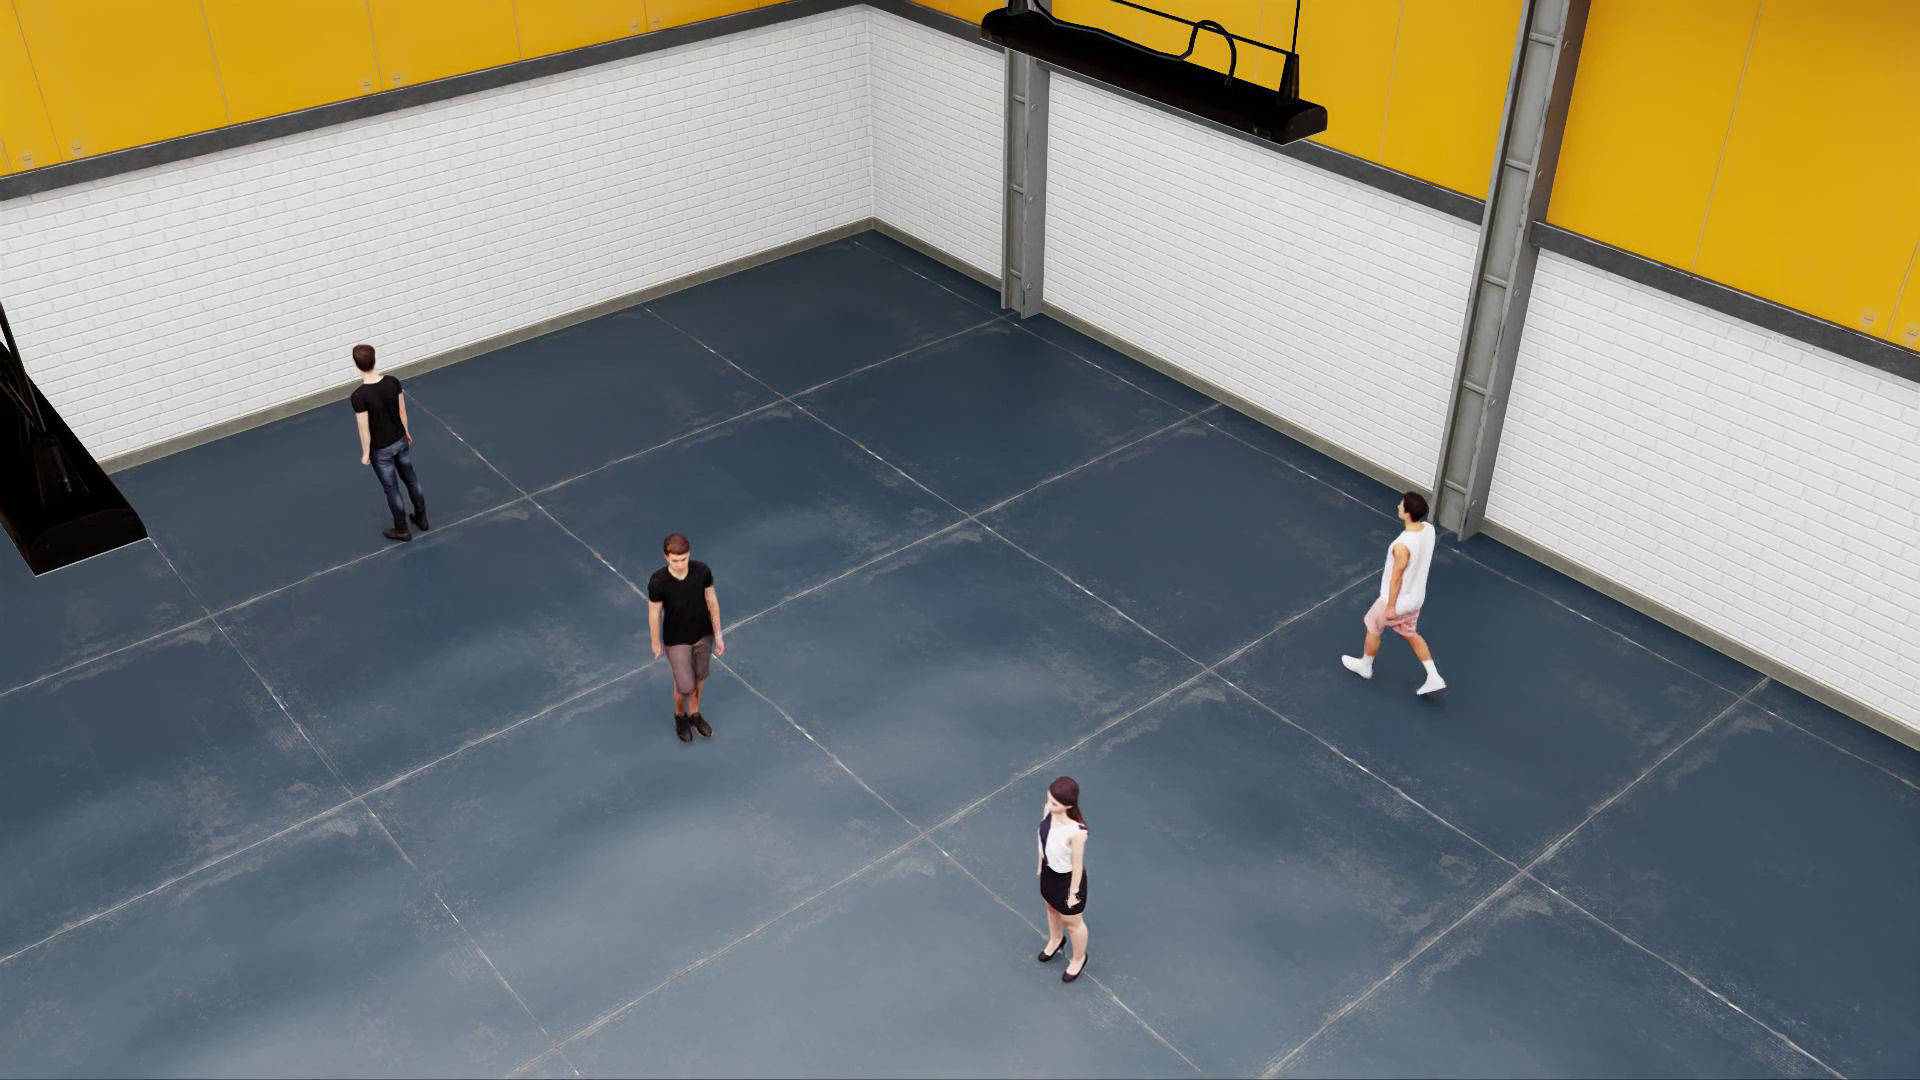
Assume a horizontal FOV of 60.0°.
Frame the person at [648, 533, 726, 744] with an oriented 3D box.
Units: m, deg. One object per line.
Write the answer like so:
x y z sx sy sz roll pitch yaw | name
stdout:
-2.081 0.672 12.523 0.682 1.846 0.680 -19 38 -26 | person

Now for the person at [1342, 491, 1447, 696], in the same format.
3.514 0.466 12.911 0.685 1.759 1.106 -27 42 -34 | person

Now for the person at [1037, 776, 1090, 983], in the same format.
0.655 2.131 10.509 0.614 1.646 0.482 -22 39 -29 | person

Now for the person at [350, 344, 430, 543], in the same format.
-5.082 -0.862 14.785 0.642 1.896 0.709 23 40 30 | person
